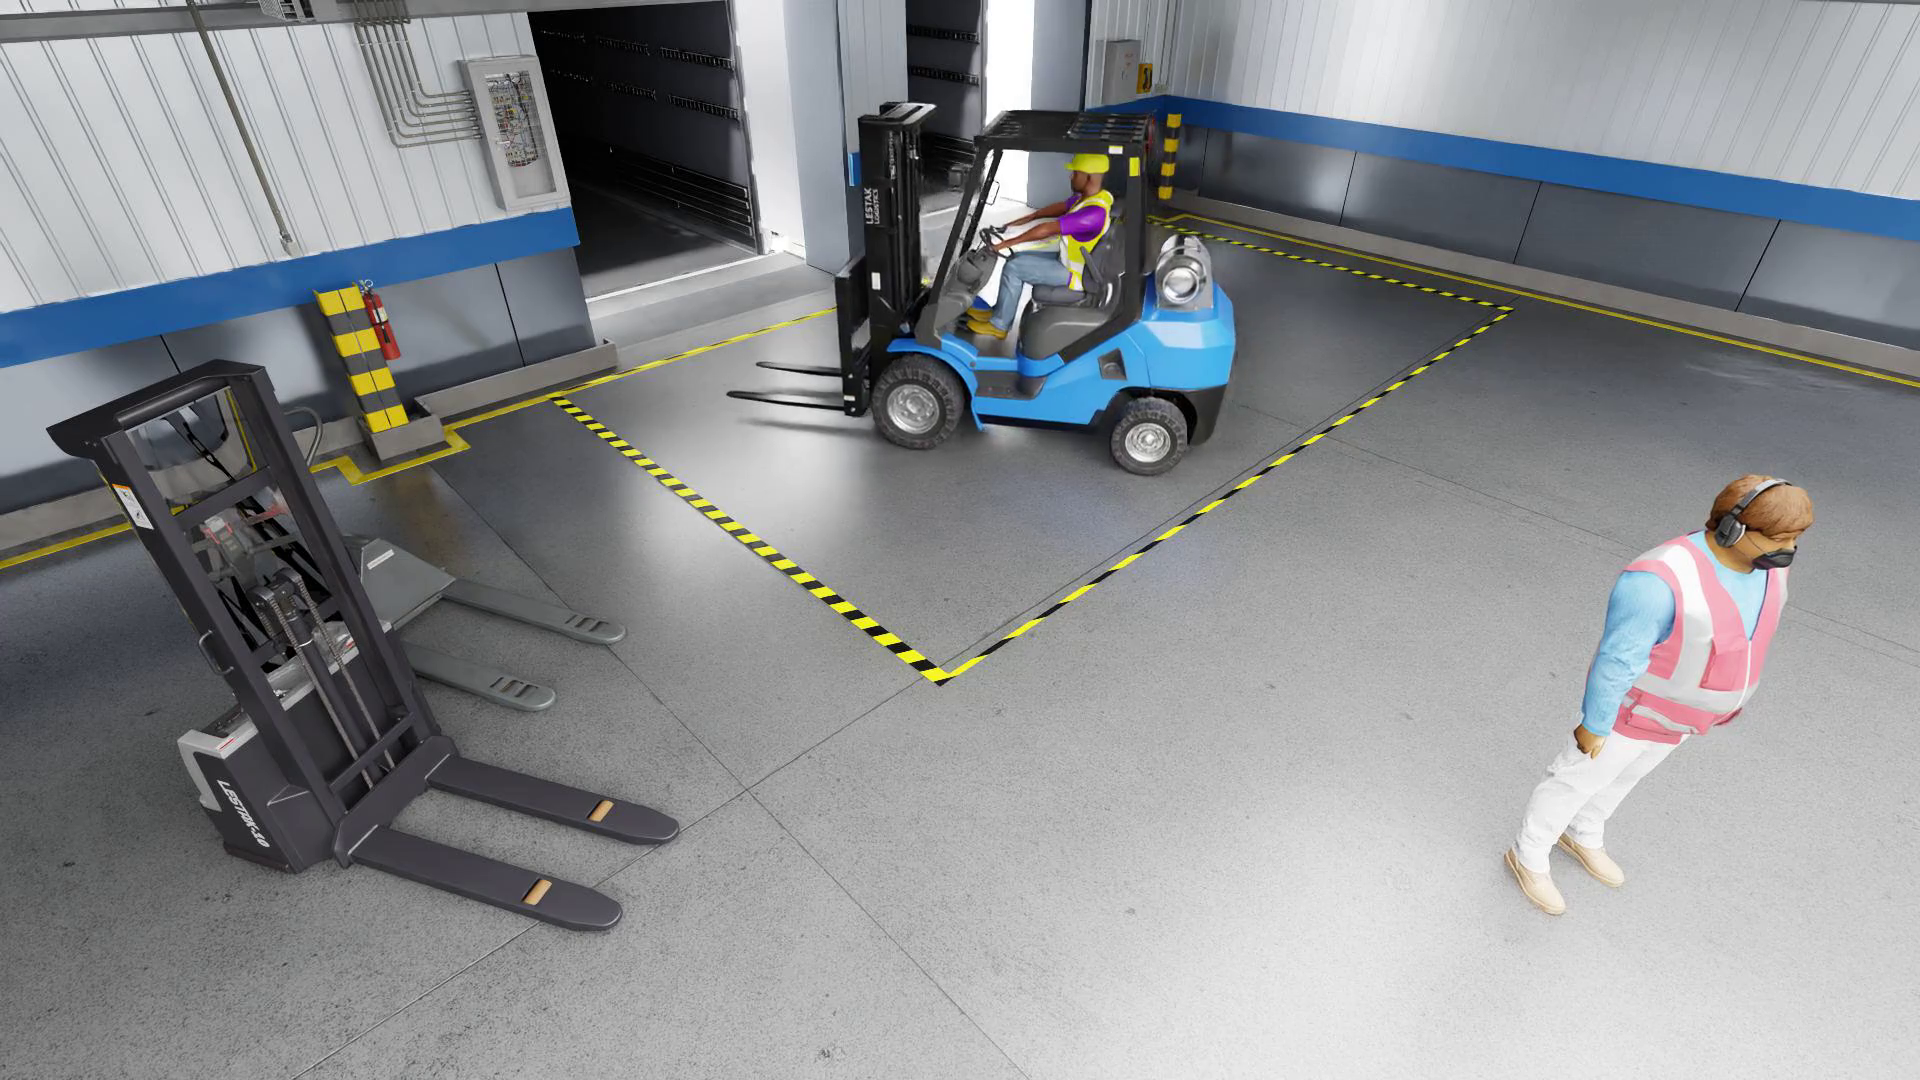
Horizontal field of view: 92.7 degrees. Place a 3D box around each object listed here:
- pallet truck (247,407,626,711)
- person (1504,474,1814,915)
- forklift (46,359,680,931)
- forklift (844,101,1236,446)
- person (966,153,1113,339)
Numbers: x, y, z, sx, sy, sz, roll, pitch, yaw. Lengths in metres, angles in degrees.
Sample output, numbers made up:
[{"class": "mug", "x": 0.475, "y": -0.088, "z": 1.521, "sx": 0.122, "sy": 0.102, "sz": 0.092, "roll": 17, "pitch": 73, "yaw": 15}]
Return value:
[{"class": "pallet truck", "x": -2.628, "y": 0.038, "z": 4.590, "sx": 1.601, "sy": 1.201, "sz": 0.680, "roll": 12, "pitch": 36, "yaw": 18}, {"class": "person", "x": 2.450, "y": 0.589, "z": 3.246, "sx": 0.622, "sy": 1.844, "sz": 0.429, "roll": -12, "pitch": 36, "yaw": -17}, {"class": "forklift", "x": -2.135, "y": 0.422, "z": 3.354, "sx": 1.885, "sy": 1.965, "sz": 0.823, "roll": 10, "pitch": 35, "yaw": 14}, {"class": "forklift", "x": 0.580, "y": -1.870, "z": 6.407, "sx": 2.680, "sy": 2.036, "sz": 1.157, "roll": 7, "pitch": 35, "yaw": 10}, {"class": "person", "x": 0.523, "y": -2.036, "z": 6.319, "sx": 1.004, "sy": 1.293, "sz": 0.635, "roll": 7, "pitch": 35, "yaw": 10}]
